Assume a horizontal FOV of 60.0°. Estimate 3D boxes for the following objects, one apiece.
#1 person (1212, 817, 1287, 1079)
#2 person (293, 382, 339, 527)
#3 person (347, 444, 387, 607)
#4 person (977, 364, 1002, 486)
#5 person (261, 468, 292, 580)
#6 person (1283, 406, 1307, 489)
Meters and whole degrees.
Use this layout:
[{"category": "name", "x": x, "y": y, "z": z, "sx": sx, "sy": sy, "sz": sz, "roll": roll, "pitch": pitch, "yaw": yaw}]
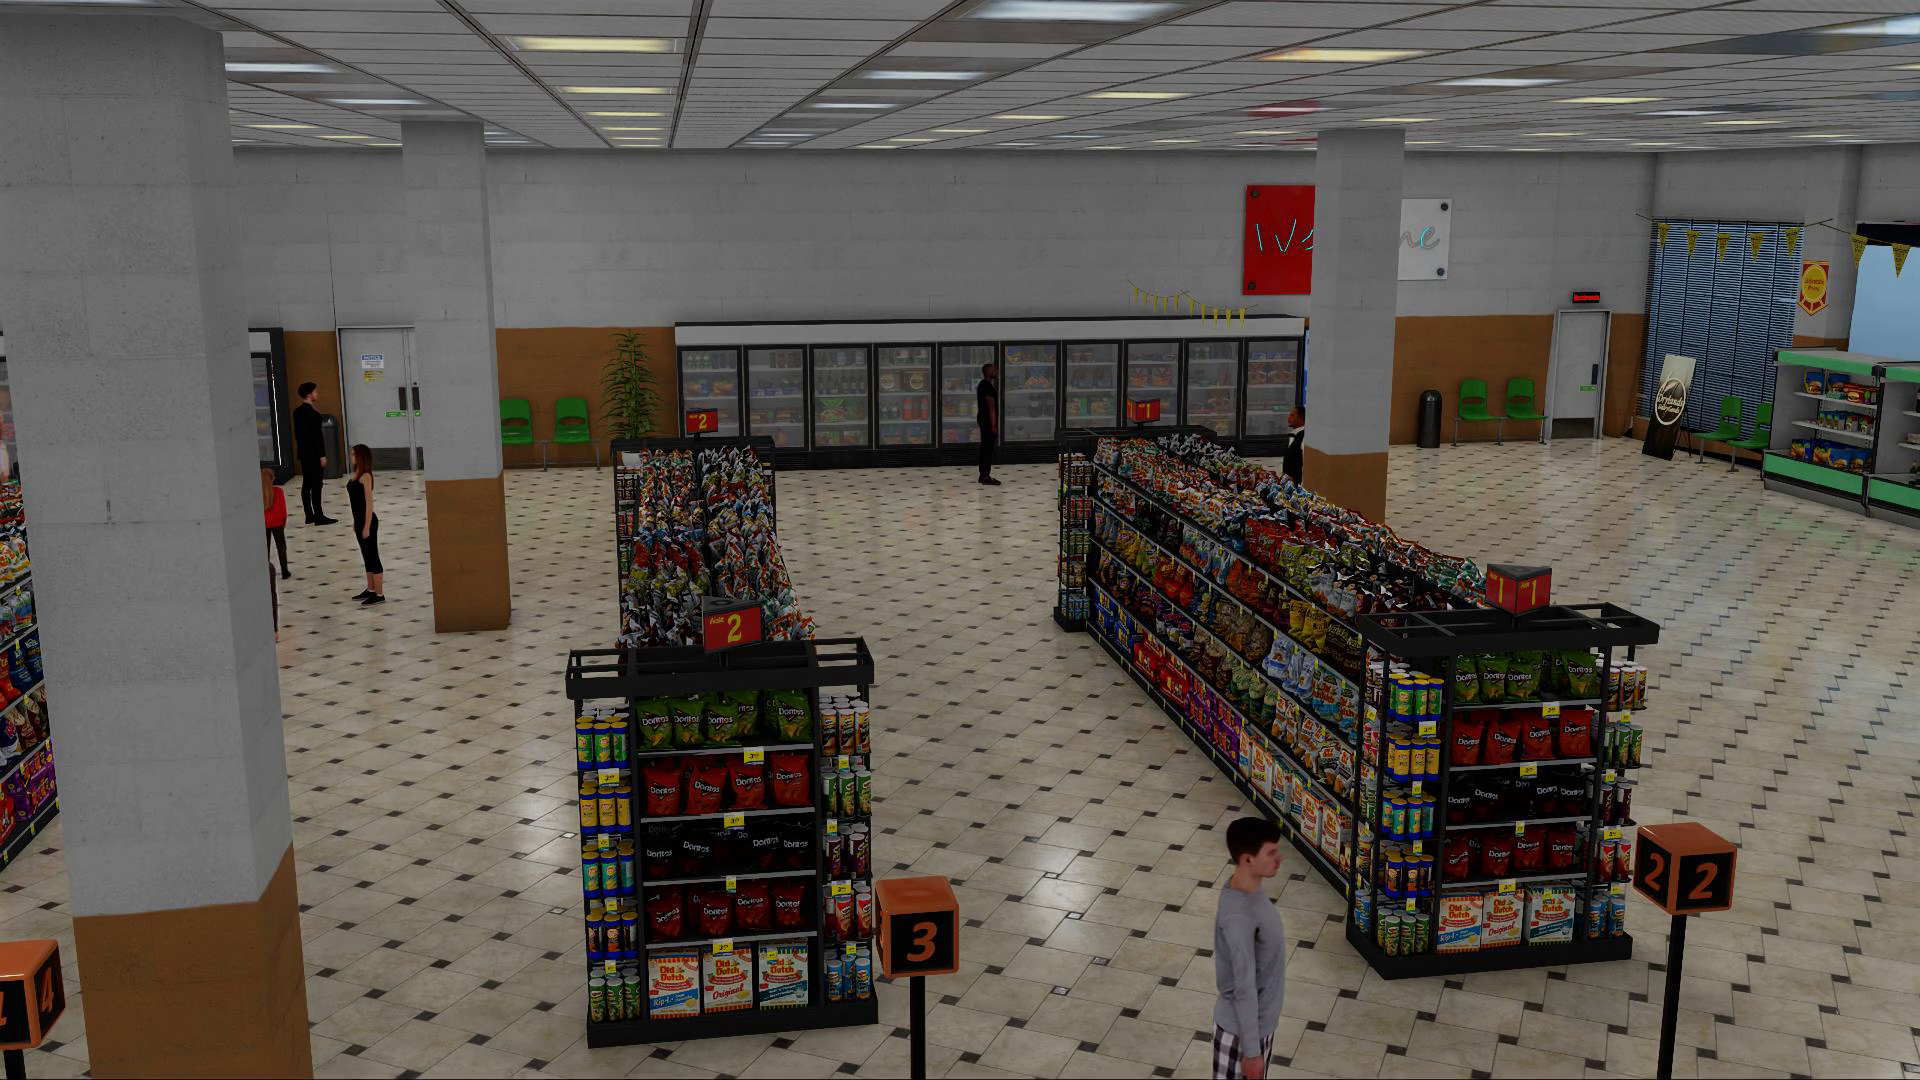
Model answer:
[{"category": "person", "x": 1.193, "y": 2.039, "z": 6.994, "sx": 0.756, "sy": 1.847, "sz": 0.612, "roll": 3, "pitch": 12, "yaw": 13}, {"category": "person", "x": -8.595, "y": -1.149, "z": 22.021, "sx": 0.772, "sy": 1.894, "sz": 0.847, "roll": 10, "pitch": 15, "yaw": 38}, {"category": "person", "x": -6.361, "y": -0.178, "z": 17.816, "sx": 0.702, "sy": 1.726, "sz": 0.581, "roll": -8, "pitch": 14, "yaw": -34}, {"category": "person", "x": 0.416, "y": -1.757, "z": 25.090, "sx": 0.727, "sy": 1.820, "sz": 0.501, "roll": -3, "pitch": 12, "yaw": -12}, {"category": "person", "x": -7.850, "y": -0.189, "z": 18.954, "sx": 0.496, "sy": 1.280, "sz": 0.492, "roll": -3, "pitch": 12, "yaw": -14}, {"category": "person", "x": 3.960, "y": -0.613, "z": 19.421, "sx": 0.736, "sy": 1.918, "sz": 0.502, "roll": -2, "pitch": 12, "yaw": -10}]
